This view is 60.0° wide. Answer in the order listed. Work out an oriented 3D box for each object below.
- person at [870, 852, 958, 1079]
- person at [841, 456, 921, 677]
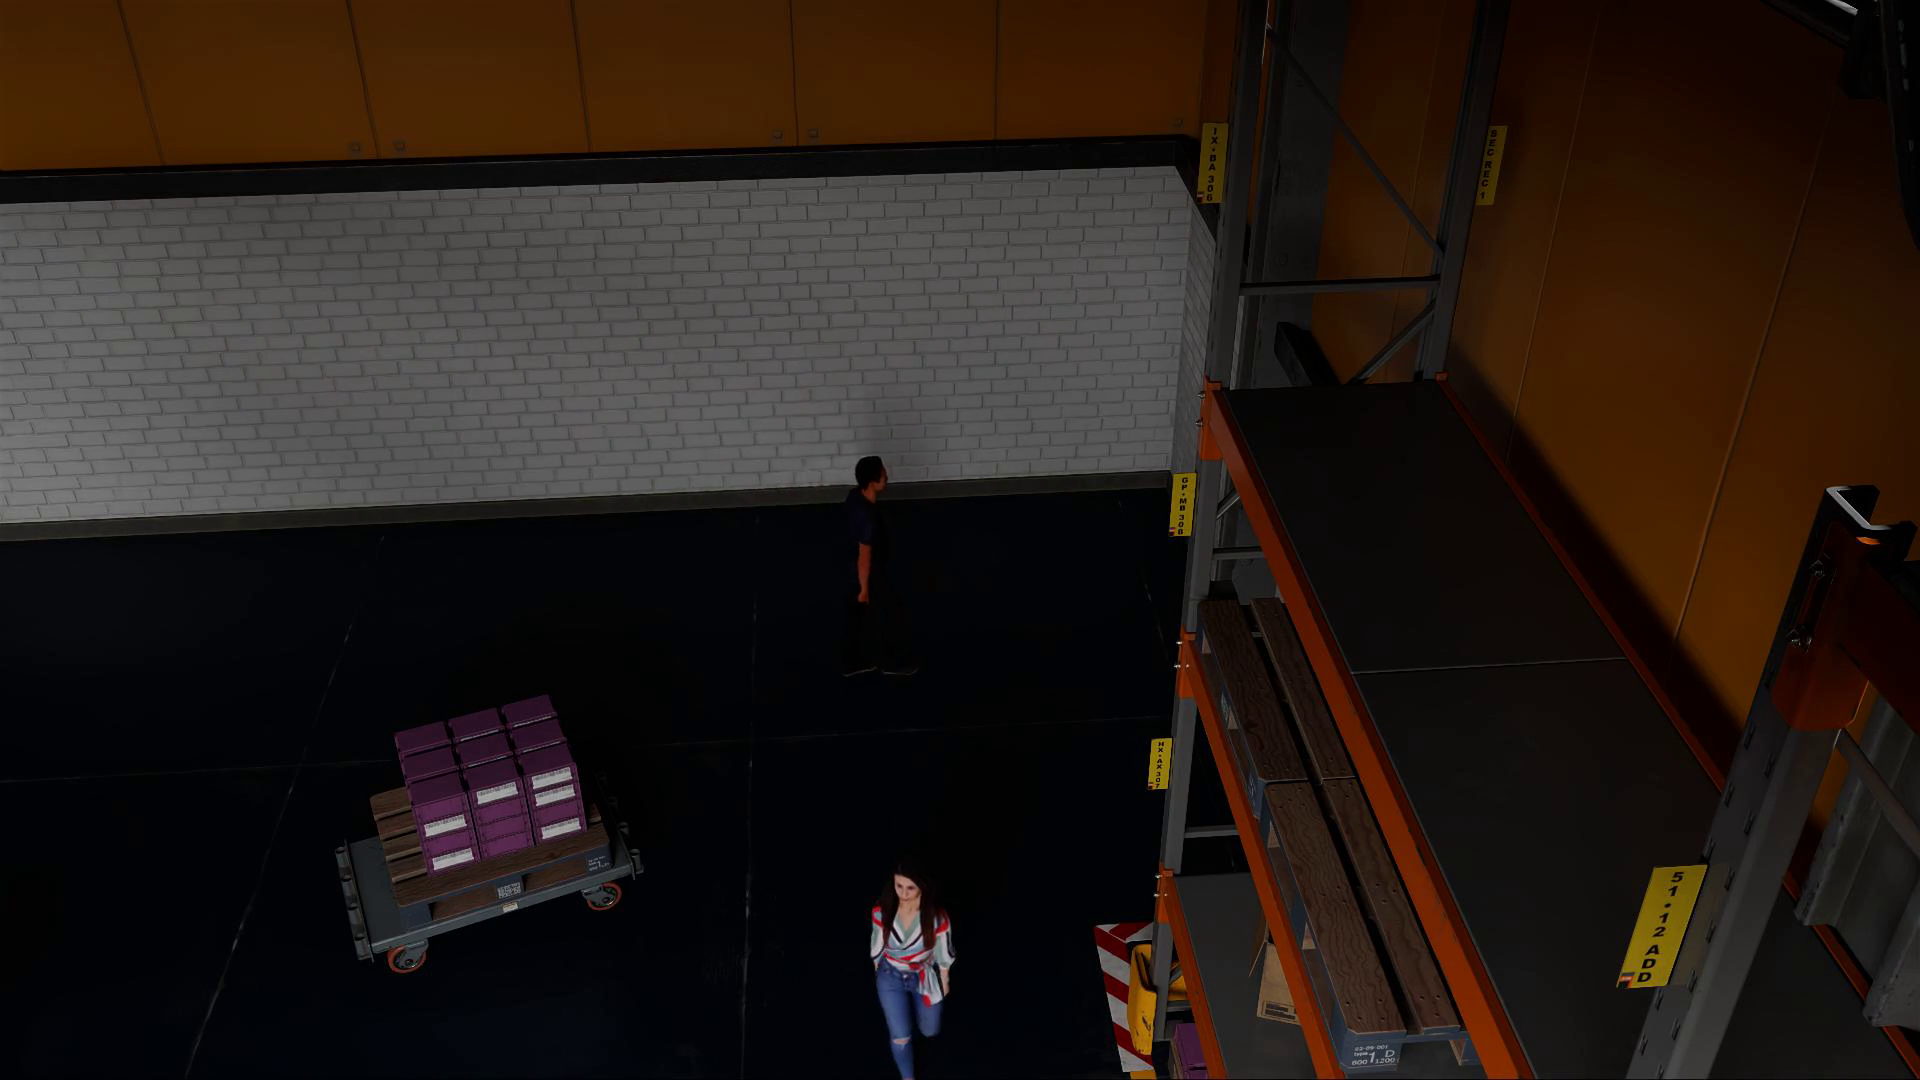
[{"bbox_3d":[-0.232,2.206,8.593,0.747,1.599,0.953,6,34,9],"label":"person"},{"bbox_3d":[-0.726,0.218,11.429,0.793,1.771,0.769,-10,35,-15],"label":"person"}]
